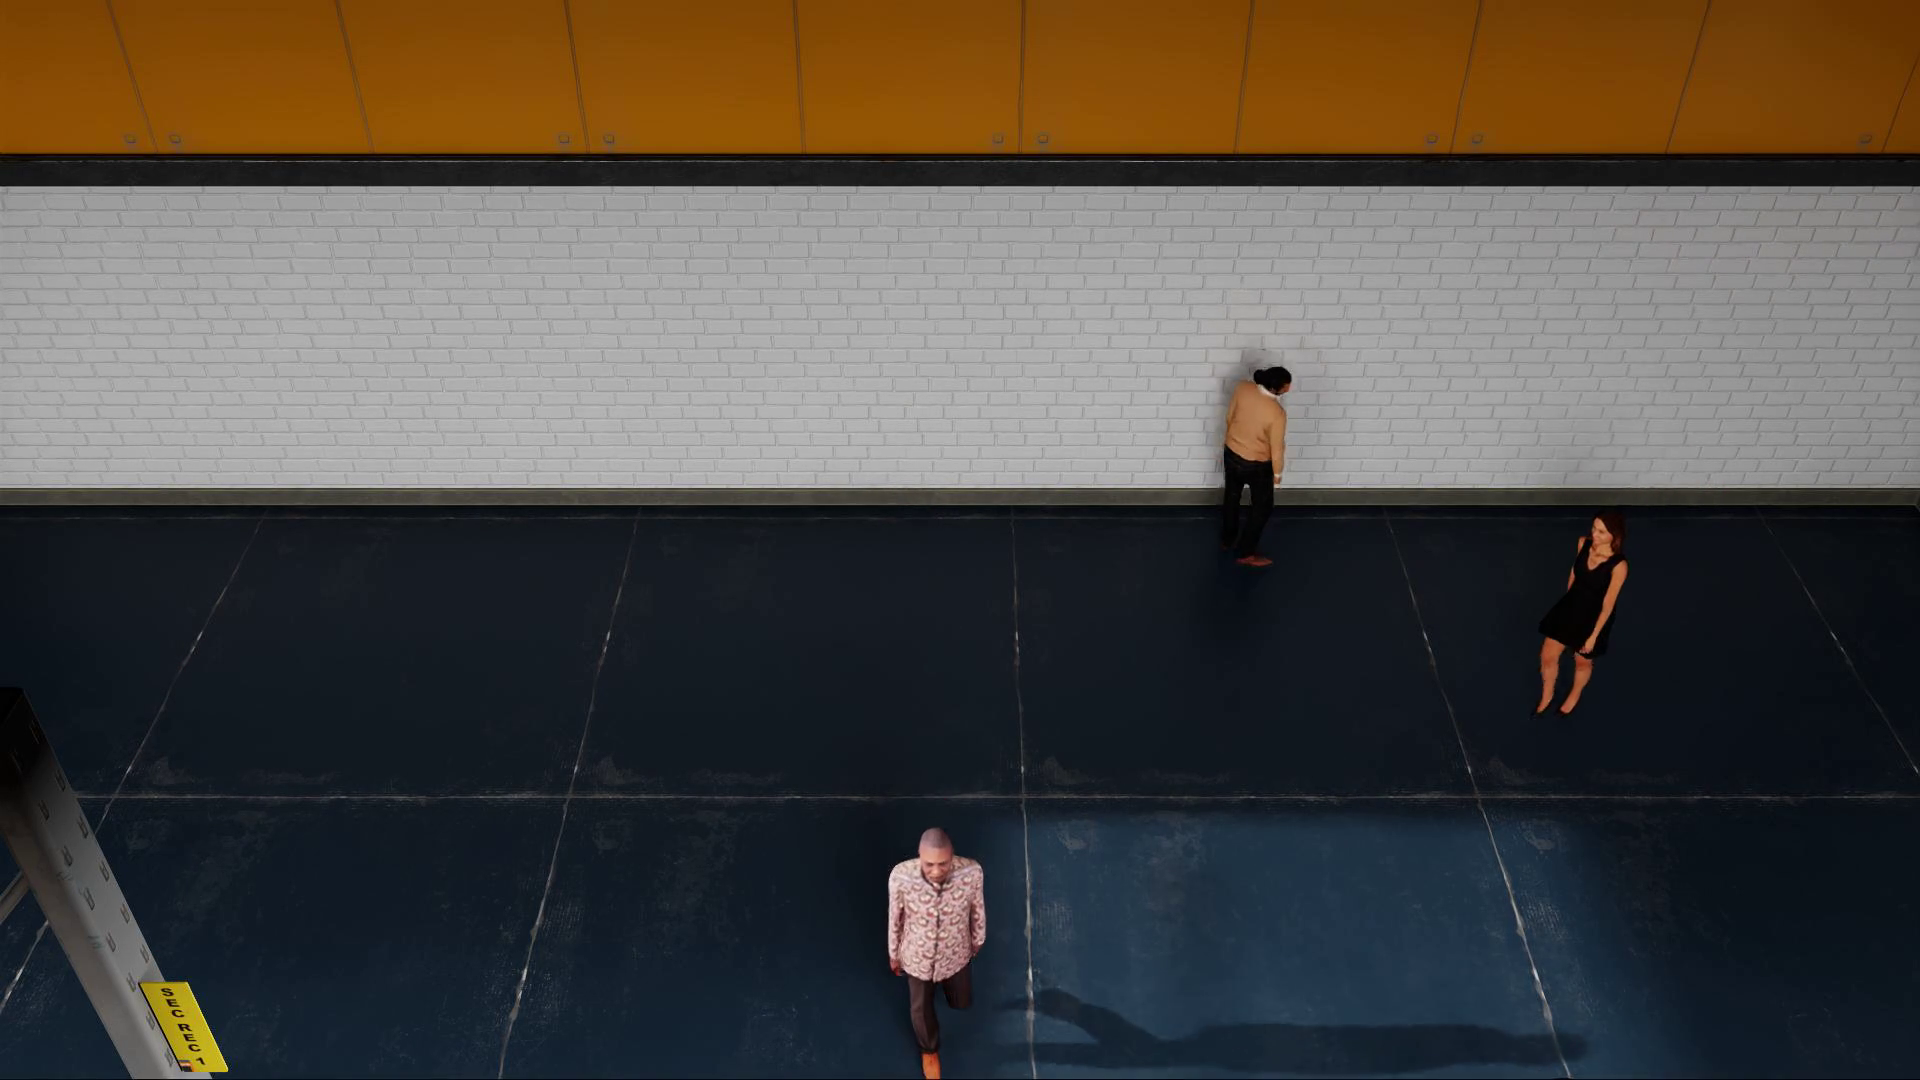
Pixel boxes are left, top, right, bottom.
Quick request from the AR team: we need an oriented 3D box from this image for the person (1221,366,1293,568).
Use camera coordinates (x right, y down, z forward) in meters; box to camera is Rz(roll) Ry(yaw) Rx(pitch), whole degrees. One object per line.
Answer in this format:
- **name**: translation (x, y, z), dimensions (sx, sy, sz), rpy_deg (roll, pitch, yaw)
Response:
- **person**: translation (2.148, -0.620, 12.480), dimensions (0.830, 1.722, 0.900), rpy_deg (21, 43, 24)

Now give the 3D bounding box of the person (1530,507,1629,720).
- **person**: translation (4.198, 0.503, 10.996), dimensions (0.804, 1.821, 0.749), rpy_deg (-24, 44, -27)

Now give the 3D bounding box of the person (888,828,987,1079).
- **person**: translation (-0.136, 2.141, 8.971), dimensions (0.737, 1.788, 0.937), rpy_deg (-3, 39, -4)
